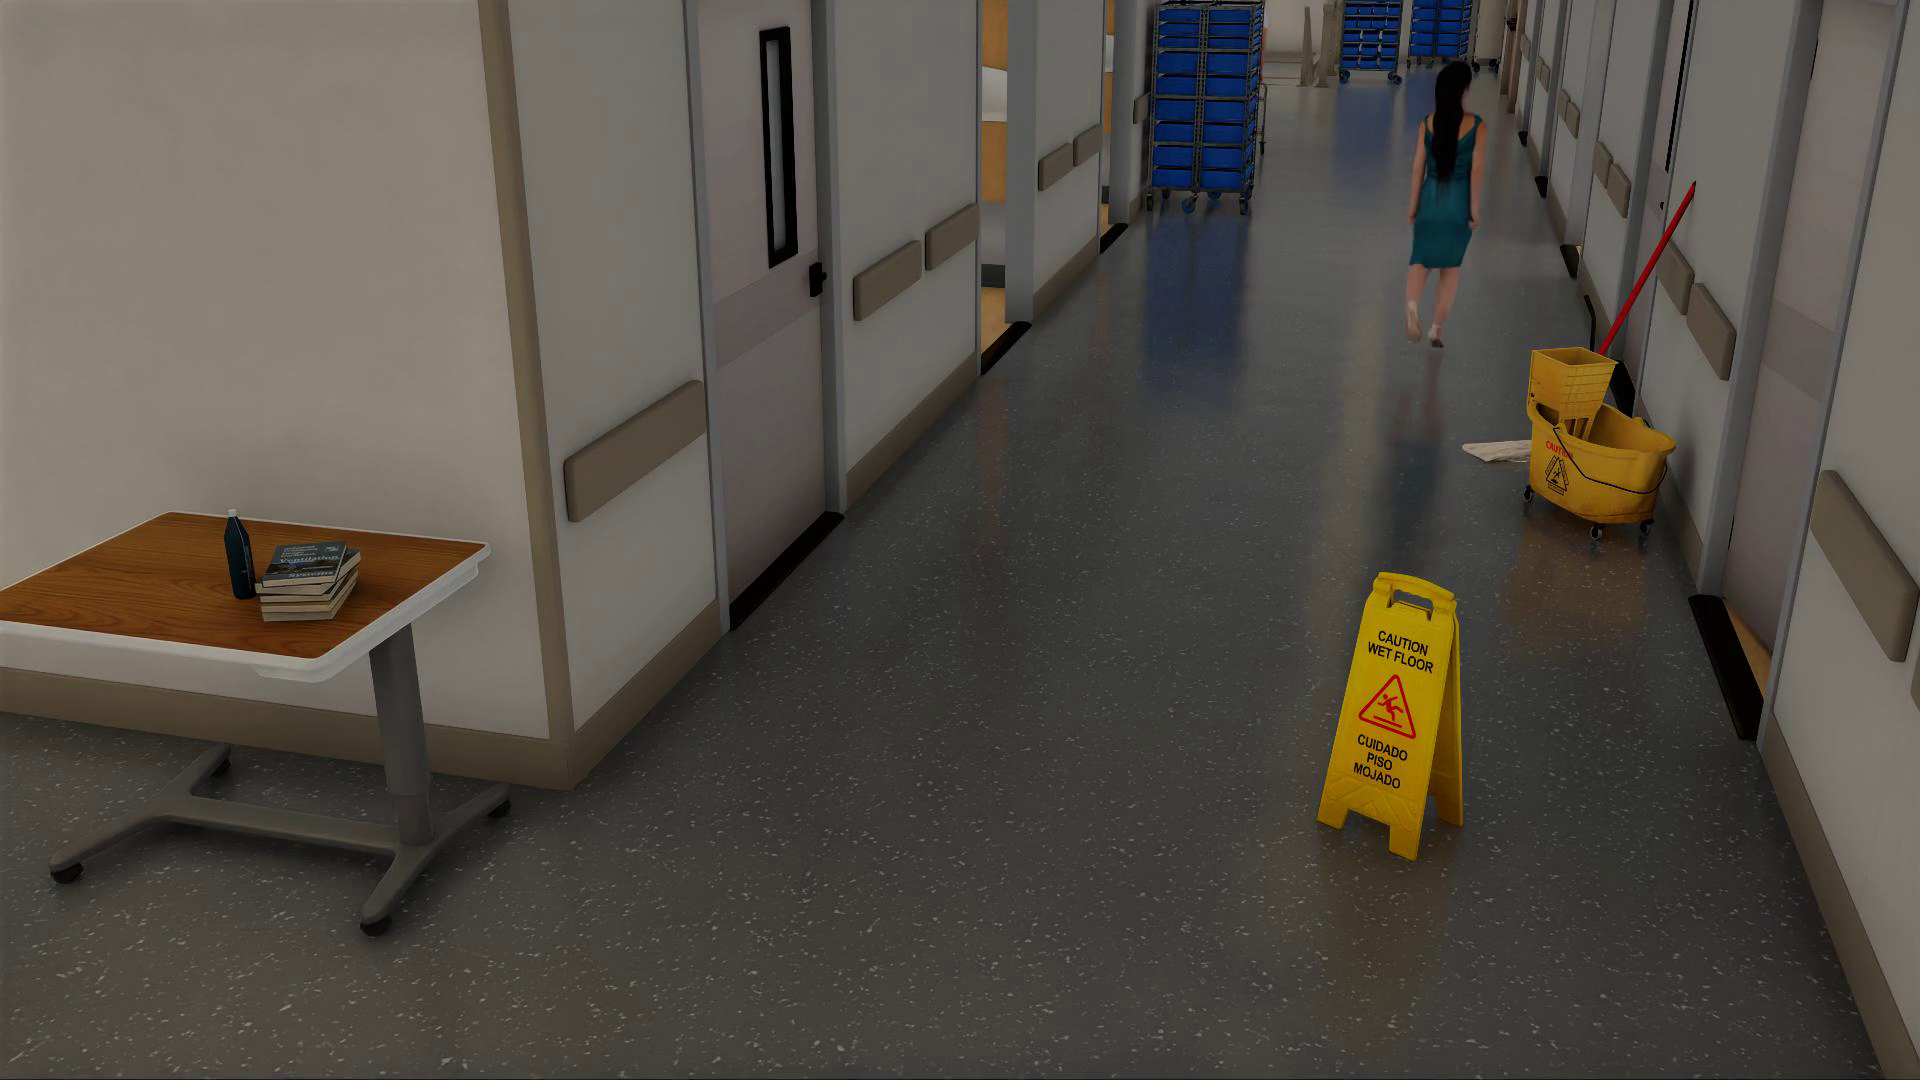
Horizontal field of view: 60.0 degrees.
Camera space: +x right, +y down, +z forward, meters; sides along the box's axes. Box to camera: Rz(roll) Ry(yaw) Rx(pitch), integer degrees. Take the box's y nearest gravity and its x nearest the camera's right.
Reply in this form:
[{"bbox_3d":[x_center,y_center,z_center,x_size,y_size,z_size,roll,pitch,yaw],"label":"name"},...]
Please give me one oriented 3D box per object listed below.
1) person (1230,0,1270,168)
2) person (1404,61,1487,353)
[{"bbox_3d":[2.808,-4.671,16.624,0.757,1.887,0.731,-2,21,-5],"label":"person"},{"bbox_3d":[2.739,-1.847,9.476,0.661,1.669,0.917,10,23,25],"label":"person"}]
